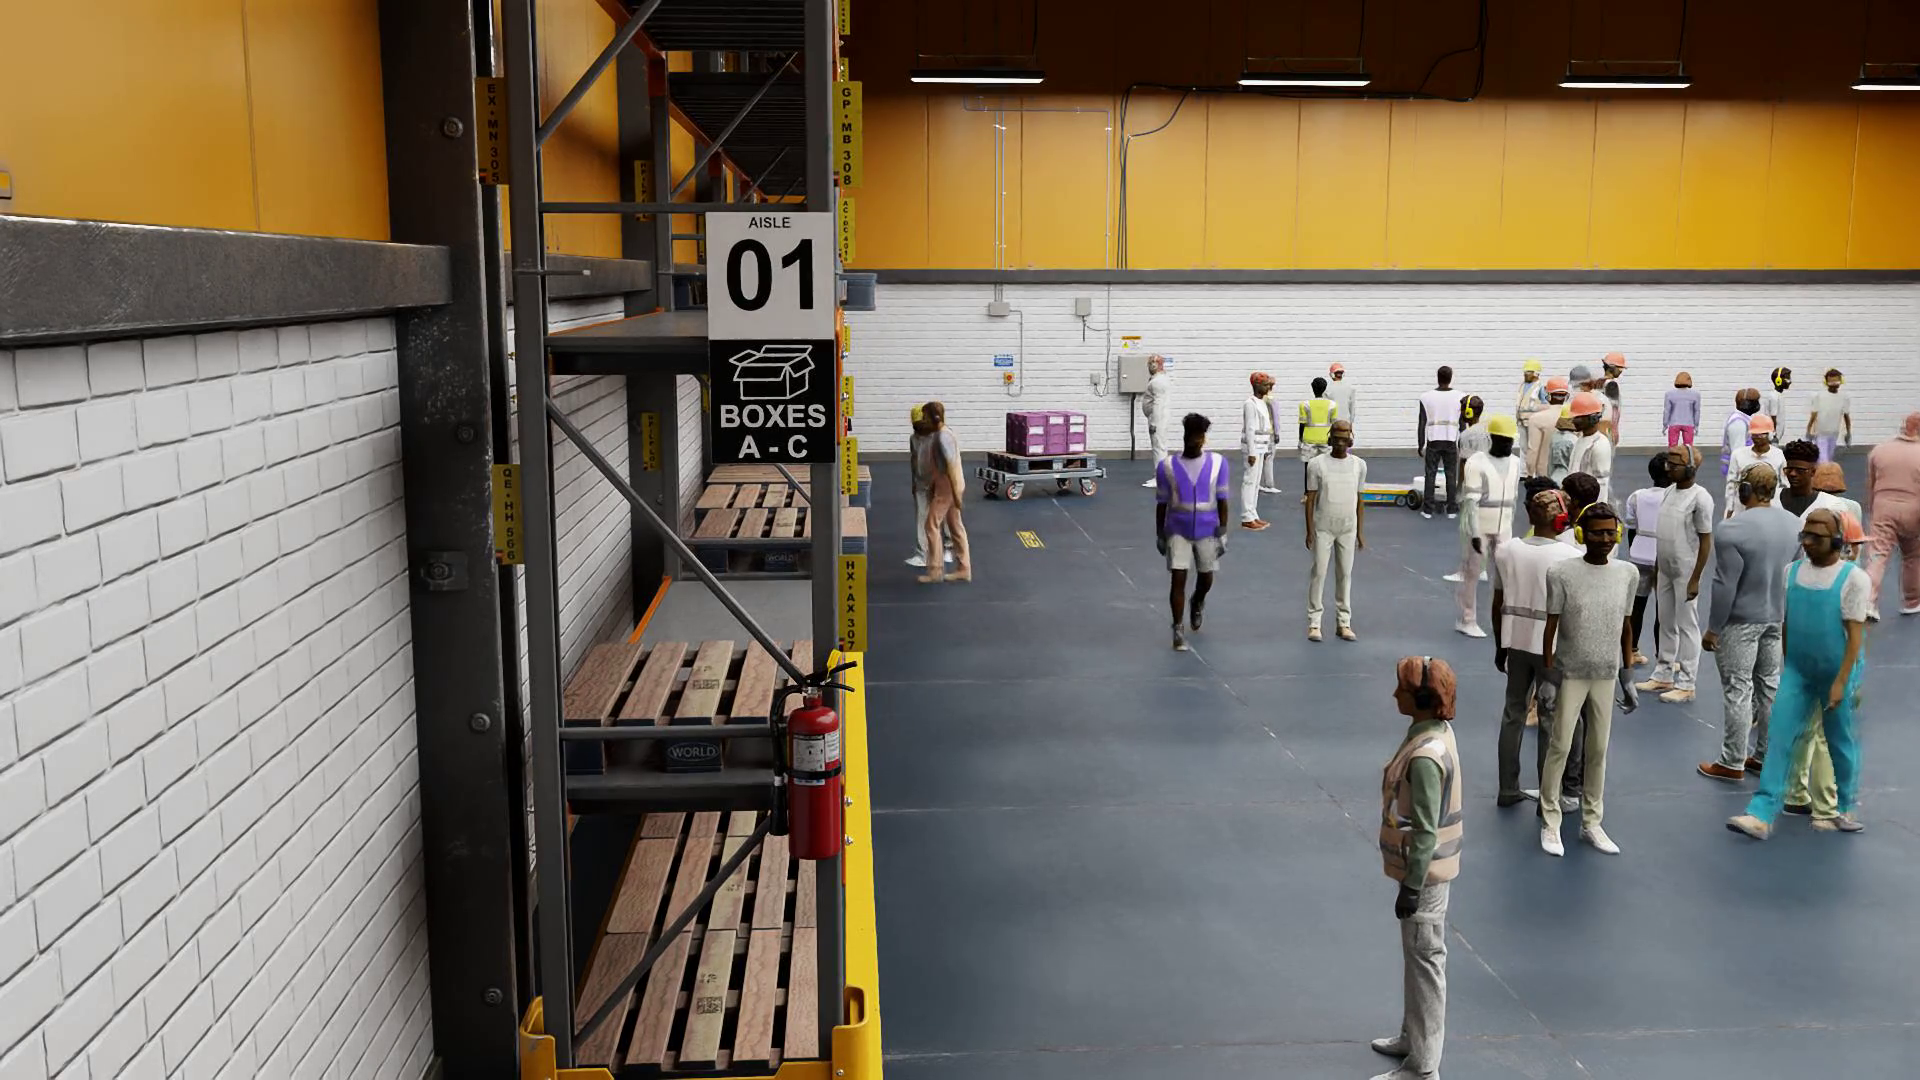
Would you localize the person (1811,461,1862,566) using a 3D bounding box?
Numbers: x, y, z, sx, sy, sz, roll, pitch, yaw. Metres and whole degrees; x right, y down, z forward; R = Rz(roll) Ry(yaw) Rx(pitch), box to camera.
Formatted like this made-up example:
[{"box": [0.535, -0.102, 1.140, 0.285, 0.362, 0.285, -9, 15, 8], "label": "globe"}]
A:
[{"box": [6.562, 0.212, 12.653, 0.500, 1.636, 0.284, 7, 11, 36], "label": "person"}]

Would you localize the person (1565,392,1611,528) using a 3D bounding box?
[{"box": [5.359, -0.254, 14.317, 0.386, 2.040, 0.607, 0, 9, 1], "label": "person"}]

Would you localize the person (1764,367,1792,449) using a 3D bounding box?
[{"box": [10.393, -1.267, 21.213, 0.311, 1.869, 0.532, 4, 10, 23], "label": "person"}]

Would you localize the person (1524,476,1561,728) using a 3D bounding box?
[{"box": [3.891, 0.414, 11.191, 0.320, 1.698, 0.531, 3, 10, 18], "label": "person"}]

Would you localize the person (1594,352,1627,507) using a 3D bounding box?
[{"box": [8.529, -1.455, 21.880, 0.392, 2.033, 0.605, 0, 9, -2], "label": "person"}]

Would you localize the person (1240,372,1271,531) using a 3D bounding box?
[{"box": [3.537, -1.061, 19.874, 0.354, 1.883, 0.572, 4, 10, 23], "label": "person"}]

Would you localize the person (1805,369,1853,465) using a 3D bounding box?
[{"box": [11.405, -1.331, 21.792, 0.628, 1.806, 0.929, 0, 9, 3], "label": "person"}]

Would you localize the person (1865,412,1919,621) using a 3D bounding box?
[{"box": [8.276, -0.200, 14.629, 1.020, 1.853, 0.650, -8, 12, -42], "label": "person"}]

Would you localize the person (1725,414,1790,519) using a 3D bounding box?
[{"box": [7.398, -0.293, 15.451, 0.564, 1.752, 0.339, 8, 12, 40], "label": "person"}]

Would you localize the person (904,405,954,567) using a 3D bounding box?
[{"box": [-0.309, -0.562, 17.346, 0.567, 1.674, 0.860, 5, 10, 29], "label": "person"}]

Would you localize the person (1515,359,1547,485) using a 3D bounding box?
[{"box": [8.242, -1.704, 24.067, 0.404, 1.830, 0.602, -3, 10, -20], "label": "person"}]

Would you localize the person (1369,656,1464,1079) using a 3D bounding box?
[{"box": [1.717, 1.235, 6.217, 0.307, 1.641, 0.514, 3, 9, 16], "label": "person"}]

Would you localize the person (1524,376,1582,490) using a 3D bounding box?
[{"box": [6.175, -0.705, 17.283, 0.609, 1.996, 0.383, -1, 9, -3], "label": "person"}]

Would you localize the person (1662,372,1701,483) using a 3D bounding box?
[{"box": [10.533, -1.642, 24.300, 0.499, 1.632, 0.285, 3, 10, 21], "label": "person"}]

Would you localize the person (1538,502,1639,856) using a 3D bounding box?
[{"box": [3.294, 0.724, 8.707, 0.514, 1.873, 0.329, -1, 9, -4], "label": "person"}]

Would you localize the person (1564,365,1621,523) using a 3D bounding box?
[{"box": [7.497, -1.128, 19.800, 0.936, 2.000, 0.700, -5, 10, -28], "label": "person"}]

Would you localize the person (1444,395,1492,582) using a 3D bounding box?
[{"box": [5.055, -0.502, 16.446, 0.509, 1.860, 0.334, -7, 12, -39], "label": "person"}]

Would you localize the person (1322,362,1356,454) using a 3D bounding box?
[{"box": [5.588, -1.761, 24.692, 0.559, 1.746, 0.332, -2, 9, -11], "label": "person"}]

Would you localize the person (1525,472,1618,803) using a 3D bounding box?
[{"box": [3.536, 0.567, 9.543, 0.591, 1.919, 0.390, -9, 13, -43], "label": "person"}]

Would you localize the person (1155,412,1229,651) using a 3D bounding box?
[{"box": [1.895, -0.096, 13.636, 0.608, 1.940, 0.708, 0, 9, 3], "label": "person"}]

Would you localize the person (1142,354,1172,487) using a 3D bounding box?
[{"box": [2.810, -1.709, 23.867, 0.400, 1.910, 0.643, 3, 9, 17], "label": "person"}]

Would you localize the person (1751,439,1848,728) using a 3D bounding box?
[{"box": [5.502, 0.308, 11.014, 0.601, 1.967, 0.367, 8, 12, 40], "label": "person"}]

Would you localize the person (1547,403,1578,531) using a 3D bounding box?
[{"box": [6.173, -0.523, 16.929, 0.318, 1.742, 0.492, -2, 9, -12], "label": "person"}]

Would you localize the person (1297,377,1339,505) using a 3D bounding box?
[{"box": [4.721, -1.302, 21.967, 0.541, 1.696, 0.316, 0, 9, 1], "label": "person"}]

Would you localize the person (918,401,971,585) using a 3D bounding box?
[{"box": [-0.138, -0.459, 16.344, 0.476, 1.818, 0.509, 2, 9, 10], "label": "person"}]

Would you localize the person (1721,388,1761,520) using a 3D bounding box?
[{"box": [8.349, -0.702, 17.746, 0.429, 1.842, 0.633, 5, 10, 28], "label": "person"}]

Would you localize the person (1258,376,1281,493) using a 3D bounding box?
[{"box": [4.268, -1.474, 23.217, 0.308, 1.644, 0.514, -6, 11, -32], "label": "person"}]

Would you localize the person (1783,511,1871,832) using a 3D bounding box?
[{"box": [4.782, 0.710, 9.142, 0.318, 1.755, 0.560, -1, 9, -4], "label": "person"}]

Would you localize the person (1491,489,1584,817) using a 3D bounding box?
[{"box": [3.251, 0.633, 9.351, 0.379, 1.844, 0.570, -8, 12, -40], "label": "person"}]

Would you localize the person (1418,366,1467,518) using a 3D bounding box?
[{"box": [6.033, -1.220, 20.811, 0.593, 1.909, 0.407, 2, 9, 9], "label": "person"}]

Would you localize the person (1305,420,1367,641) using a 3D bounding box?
[{"box": [3.118, -0.076, 13.812, 0.507, 1.844, 0.345, -1, 9, -5], "label": "person"}]

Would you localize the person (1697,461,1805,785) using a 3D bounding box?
[{"box": [4.714, 0.494, 9.934, 0.627, 1.940, 0.372, -3, 10, -20], "label": "person"}]

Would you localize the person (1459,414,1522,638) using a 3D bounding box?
[{"box": [4.435, -0.084, 13.691, 0.603, 1.893, 0.852, -3, 10, -21], "label": "person"}]

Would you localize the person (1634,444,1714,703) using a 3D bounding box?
[{"box": [5.111, 0.236, 11.846, 0.344, 1.847, 0.505, -2, 9, -12], "label": "person"}]

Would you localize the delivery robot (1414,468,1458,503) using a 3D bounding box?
[{"box": [6.153, -0.677, 21.325, 0.477, 0.478, 0.707, -4, 10, -23], "label": "delivery robot"}]

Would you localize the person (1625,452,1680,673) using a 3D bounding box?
[{"box": [5.335, 0.170, 12.736, 0.319, 1.693, 0.532, -5, 11, -30], "label": "person"}]

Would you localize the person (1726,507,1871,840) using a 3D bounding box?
[{"box": [4.553, 0.728, 8.907, 0.918, 1.801, 0.517, -6, 11, -32], "label": "person"}]
